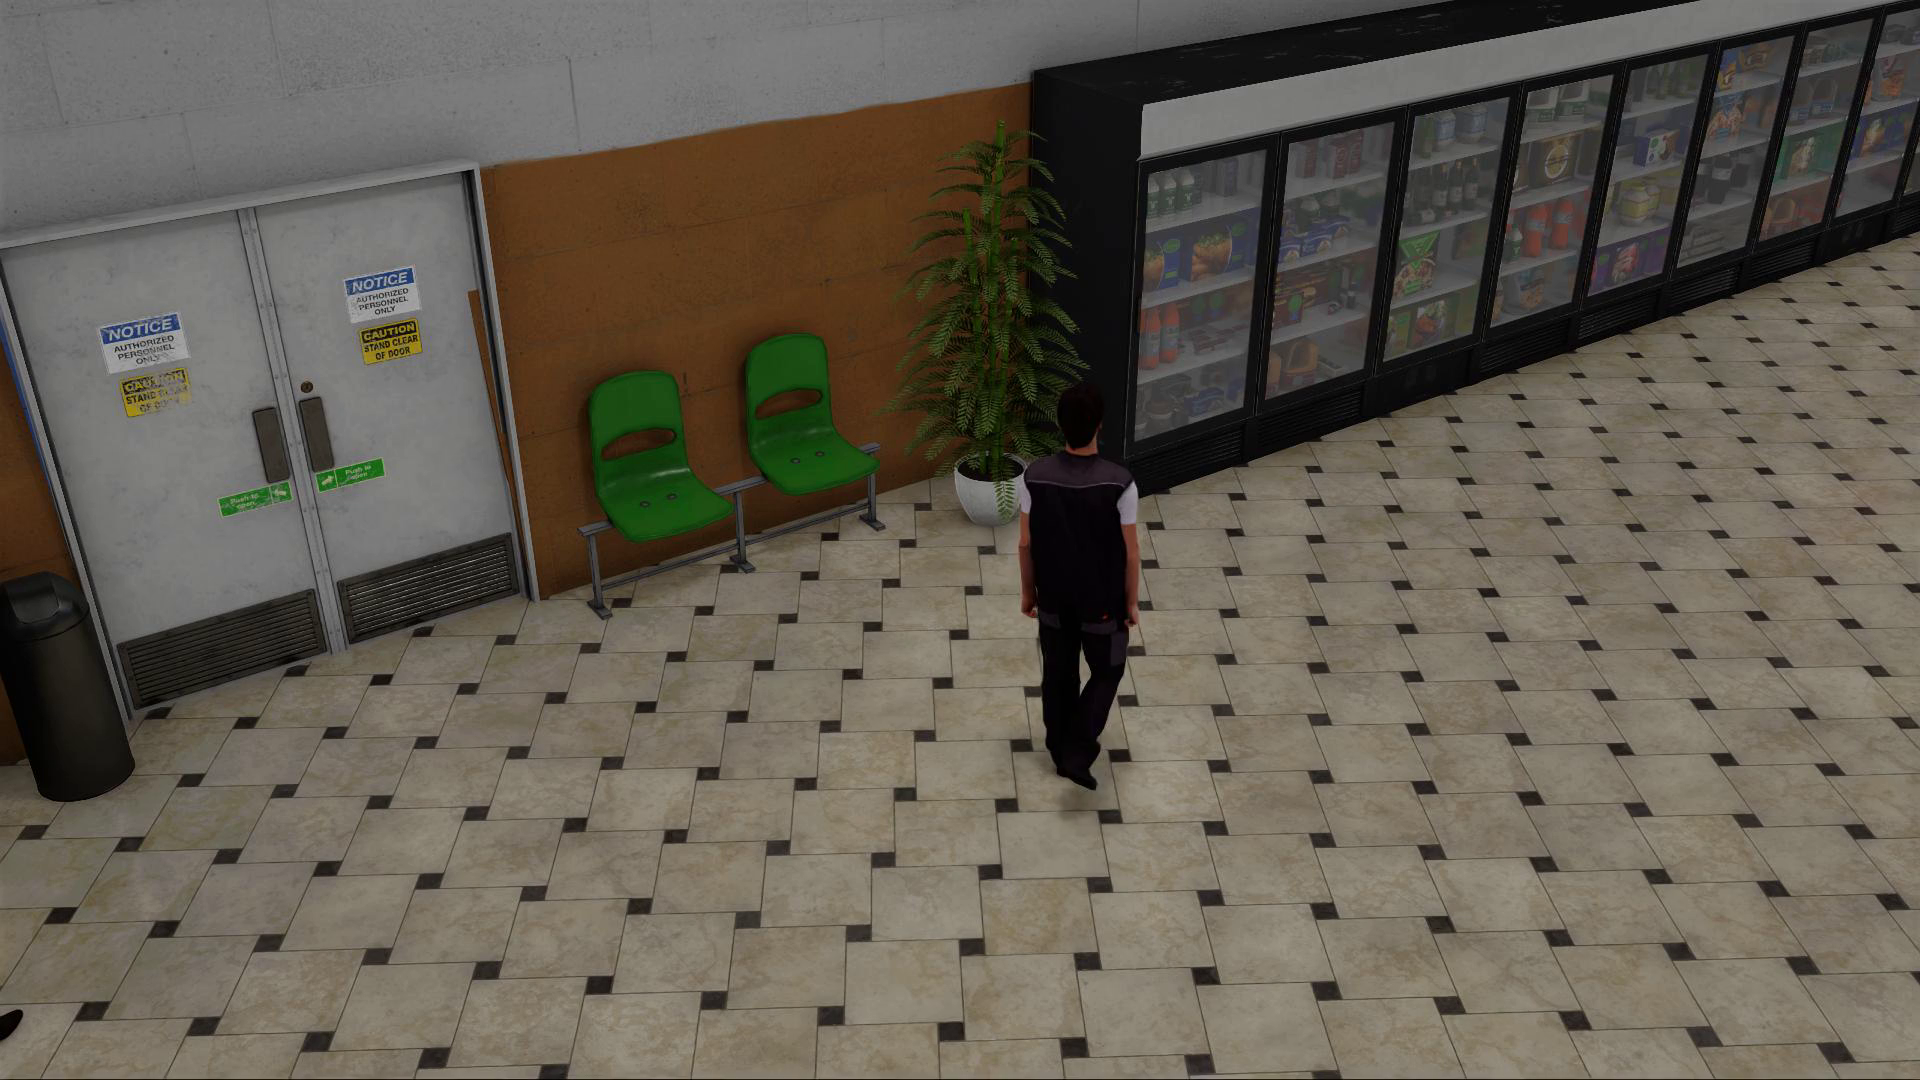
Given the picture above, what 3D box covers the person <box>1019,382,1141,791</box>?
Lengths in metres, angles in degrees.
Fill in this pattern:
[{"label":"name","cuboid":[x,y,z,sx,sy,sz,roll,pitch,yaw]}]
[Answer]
[{"label":"person","cuboid":[0.472,0.261,6.783,0.920,1.841,0.964,9,30,16]}]
